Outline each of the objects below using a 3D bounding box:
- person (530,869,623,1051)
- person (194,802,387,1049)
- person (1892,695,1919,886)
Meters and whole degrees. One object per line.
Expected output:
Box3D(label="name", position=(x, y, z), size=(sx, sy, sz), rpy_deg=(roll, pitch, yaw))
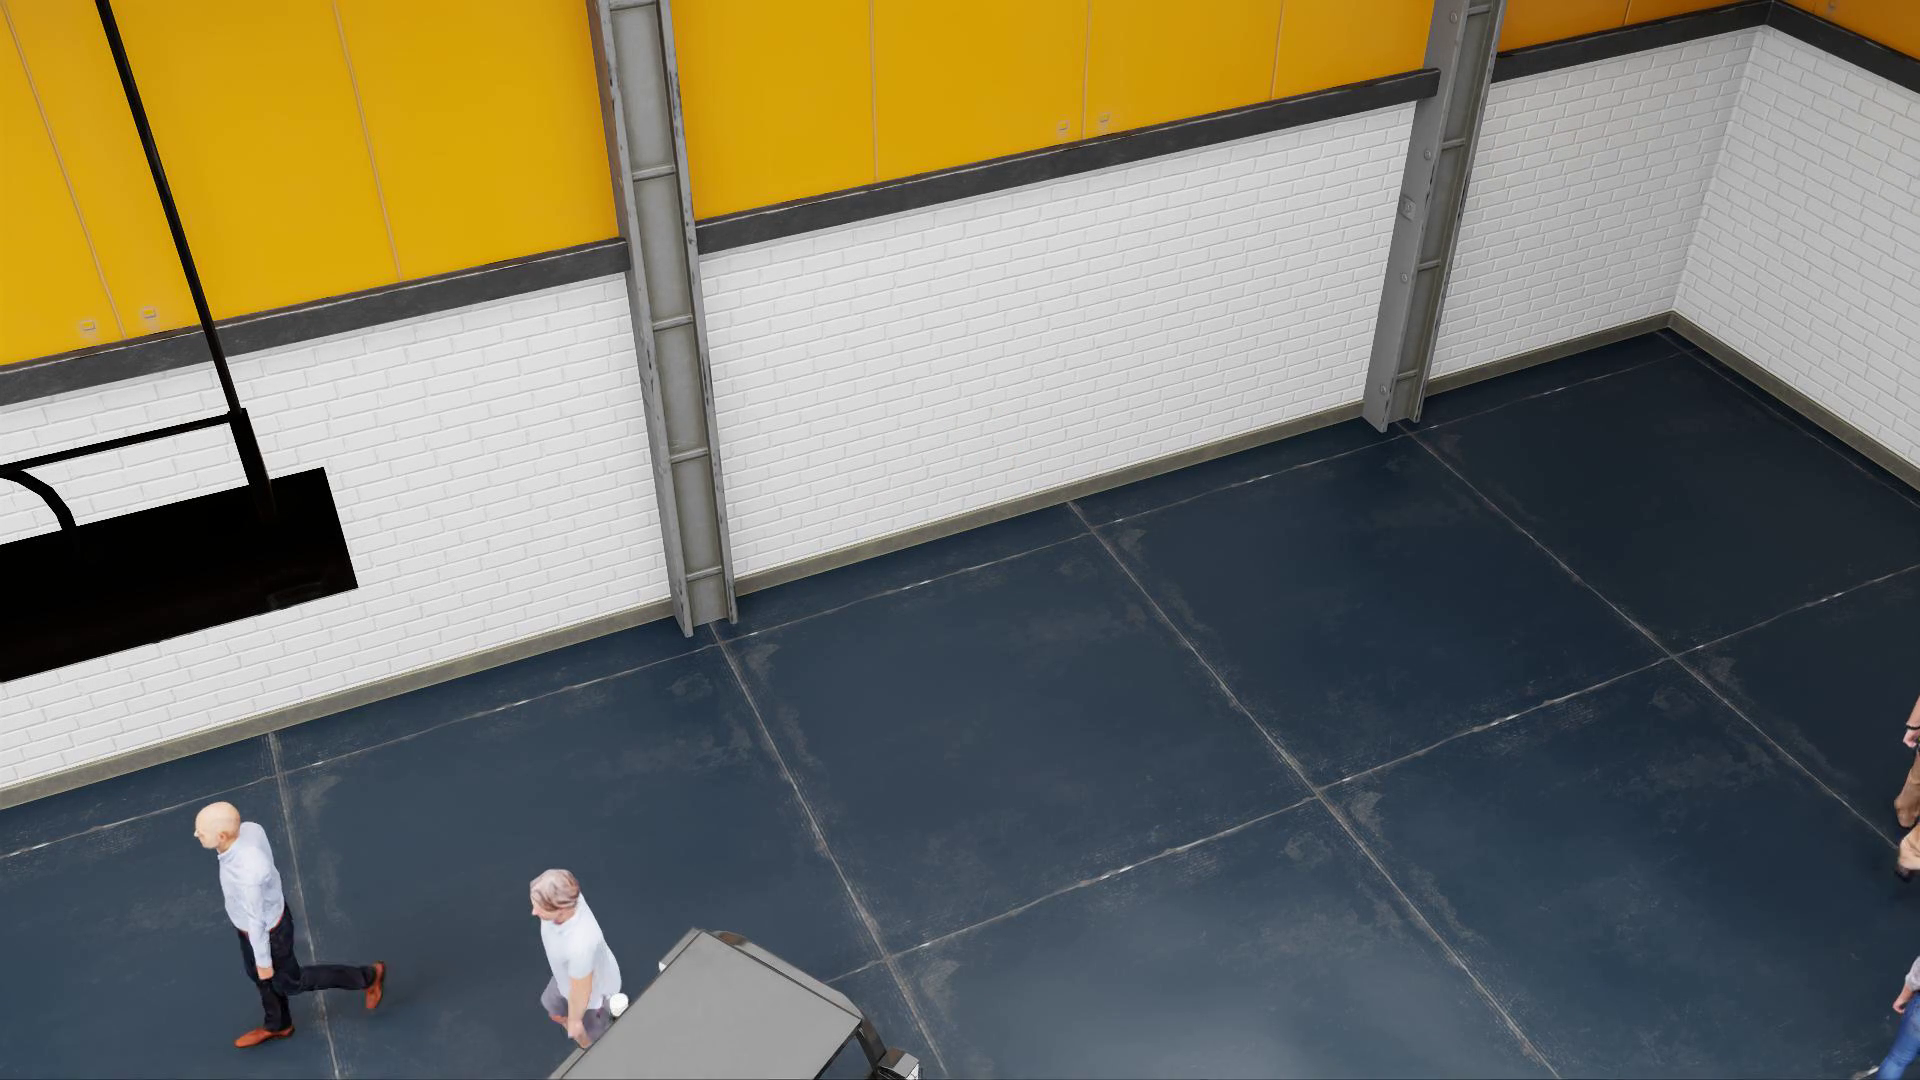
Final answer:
Box3D(label="person", position=(-1.797, 2.214, 8.438), size=(0.672, 1.811, 0.696), rpy_deg=(-17, 41, -20))
Box3D(label="person", position=(-3.549, 2.020, 8.715), size=(1.090, 1.770, 0.696), rpy_deg=(-18, 42, -22))
Box3D(label="person", position=(5.781, 1.226, 9.673), size=(1.001, 1.815, 1.252), rpy_deg=(30, 47, 32))
